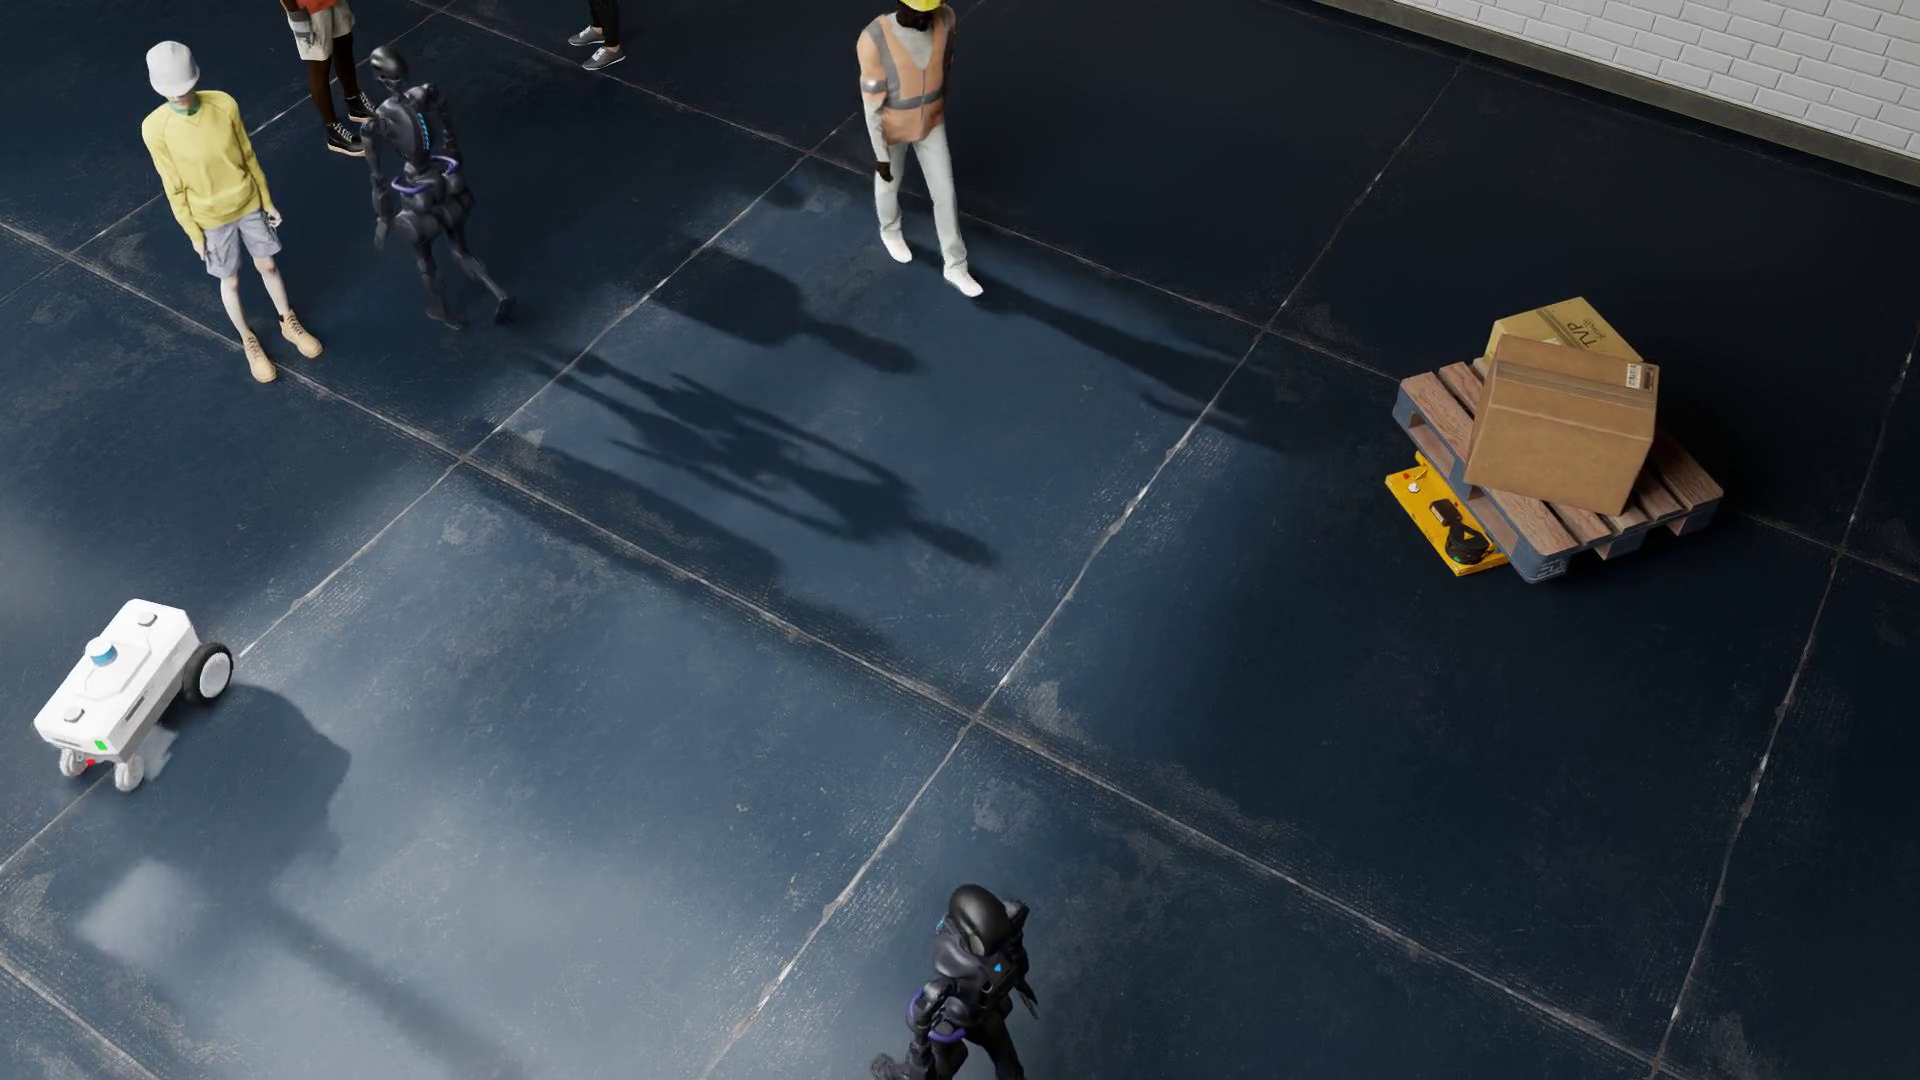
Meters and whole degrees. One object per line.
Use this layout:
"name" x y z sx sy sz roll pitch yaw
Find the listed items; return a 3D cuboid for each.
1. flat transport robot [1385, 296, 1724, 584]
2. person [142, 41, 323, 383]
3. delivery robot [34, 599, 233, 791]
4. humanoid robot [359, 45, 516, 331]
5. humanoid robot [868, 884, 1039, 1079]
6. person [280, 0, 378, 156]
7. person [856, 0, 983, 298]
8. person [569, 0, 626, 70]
"flat transport robot" 2.864 -0.294 8.073 1.431 0.231 0.659 -17 51 -14
"person" -3.594 -1.615 8.154 0.472 1.888 0.398 -35 57 -27
"delivery robot" -3.542 0.616 7.093 0.499 0.605 0.788 12 50 10
"humanoid robot" -2.632 -1.681 8.359 0.571 1.636 0.605 28 54 22
"humanoid robot" 0.021 1.605 5.513 0.820 1.622 0.613 32 56 25
"person" -3.651 -3.109 9.415 0.374 1.958 0.606 8 49 7
"person" -0.204 -2.099 8.573 0.589 1.889 0.906 -23 53 -19
"person" -2.319 -3.708 10.066 0.445 1.756 0.770 -18 51 -15
